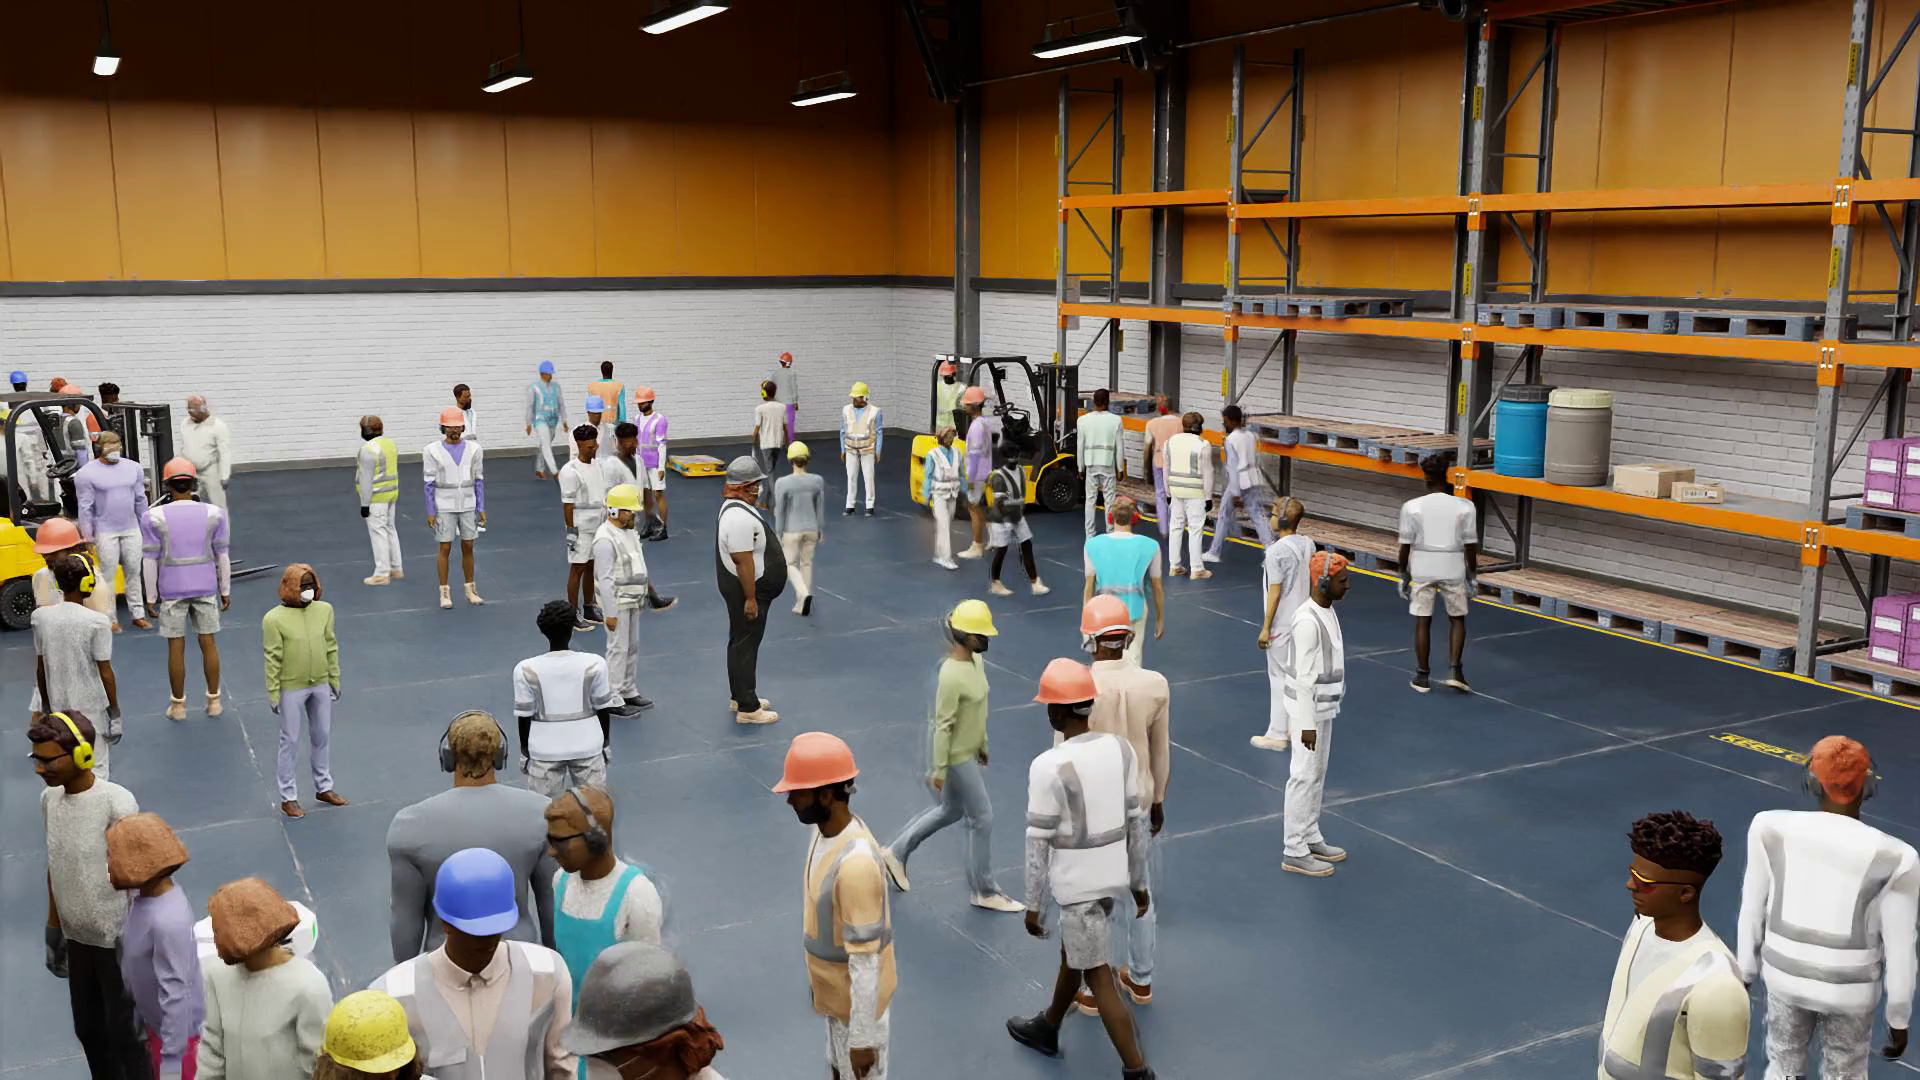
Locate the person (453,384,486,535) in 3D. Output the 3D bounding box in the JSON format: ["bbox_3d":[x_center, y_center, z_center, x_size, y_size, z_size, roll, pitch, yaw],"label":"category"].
[{"bbox_3d":[-6.307,-1.025,21.113,0.392,1.920,0.587,3,10,16],"label":"person"}]

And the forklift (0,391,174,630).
[{"bbox_3d":[-9.026,-0.363,16.508,1.214,2.155,2.313,6,11,29],"label":"forklift"}]

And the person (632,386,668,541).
[{"bbox_3d":[-3.865,-0.946,20.640,0.544,1.930,0.389,7,12,36],"label":"person"}]

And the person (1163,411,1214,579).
[{"bbox_3d":[2.529,-0.494,18.288,0.629,1.840,0.429,9,14,43],"label":"person"}]

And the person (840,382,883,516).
[{"bbox_3d":[-1.347,-1.226,22.539,0.587,1.826,0.404,2,10,13],"label":"person"}]

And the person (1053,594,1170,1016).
[{"bbox_3d":[0.693,1.241,7.859,0.623,1.990,0.400,-4,11,-23],"label":"person"}]

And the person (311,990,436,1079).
[{"bbox_3d":[-1.496,1.983,4.327,0.322,1.736,0.485,7,12,34],"label":"person"}]

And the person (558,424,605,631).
[{"bbox_3d":[-3.552,-0.129,15.816,0.363,1.963,0.612,4,11,20],"label":"person"}]

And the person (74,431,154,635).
[{"bbox_3d":[-7.928,-0.071,15.611,0.380,1.929,0.636,7,12,37],"label":"person"}]

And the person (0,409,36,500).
[{"bbox_3d":[-11.419,-0.716,19.868,0.675,1.746,0.458,-5,11,-28],"label":"person"}]

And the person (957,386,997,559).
[{"bbox_3d":[0.212,-0.771,19.355,0.472,2.031,0.609,1,10,6],"label":"person"}]

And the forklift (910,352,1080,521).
[{"bbox_3d":[0.460,-1.461,22.833,2.313,2.155,1.214,-5,11,-28],"label":"forklift"}]

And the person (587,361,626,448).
[{"bbox_3d":[-5.416,-1.789,25.551,0.587,1.911,0.392,1,10,6],"label":"person"}]

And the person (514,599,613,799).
[{"bbox_3d":[-2.171,1.166,9.151,0.531,1.692,0.320,-3,10,-16],"label":"person"}]

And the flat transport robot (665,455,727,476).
[{"bbox_3d":[-4.291,-1.216,26.953,0.652,0.197,1.431,-4,11,-24],"label":"flat transport robot"}]

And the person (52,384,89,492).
[{"bbox_3d":[-10.349,-0.800,19.470,0.607,2.041,0.377,7,12,35],"label":"person"}]

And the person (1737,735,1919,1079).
[{"bbox_3d":[3.090,1.627,5.985,0.600,1.869,0.518,8,13,38],"label":"person"}]

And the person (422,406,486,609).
[{"bbox_3d":[-5.075,-0.332,16.766,0.608,2.044,0.370,-7,12,-34],"label":"person"}]

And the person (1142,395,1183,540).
[{"bbox_3d":[2.558,-0.920,20.830,0.576,1.800,0.805,-1,10,-8],"label":"person"}]

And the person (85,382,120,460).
[{"bbox_3d":[-10.641,-1.001,20.856,0.366,1.961,0.603,1,10,6],"label":"person"}]

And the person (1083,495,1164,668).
[{"bbox_3d":[1.202,0.569,12.288,0.586,1.804,0.965,2,10,9],"label":"person"}]

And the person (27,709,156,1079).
[{"bbox_3d":[-3.358,1.557,6.445,0.533,1.855,0.346,5,11,25],"label":"person"}]

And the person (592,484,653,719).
[{"bbox_3d":[-2.604,0.468,12.815,0.403,1.819,0.602,1,10,8],"label":"person"}]

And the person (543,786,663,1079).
[{"bbox_3d":[-1.163,1.700,5.760,0.529,1.811,0.814,6,12,32],"label":"person"}]

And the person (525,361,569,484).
[{"bbox_3d":[-6.410,-1.832,25.868,1.011,1.893,0.625,8,13,38],"label":"person"}]

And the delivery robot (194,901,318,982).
[{"bbox_3d":[-3.408,1.916,7.813,0.707,0.478,0.477,-8,12,-41],"label":"delivery robot"}]

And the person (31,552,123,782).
[{"bbox_3d":[-5.106,0.996,9.660,0.510,1.861,0.324,1,10,8],"label":"person"}]

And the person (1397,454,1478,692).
[{"bbox_3d":[3.880,0.278,13.520,0.646,1.947,0.458,2,10,12],"label":"person"}]

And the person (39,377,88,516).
[{"bbox_3d":[-12.184,-1.271,22.635,0.576,1.883,0.352,-6,11,-31],"label":"person"}]

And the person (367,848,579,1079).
[{"bbox_3d":[-1.382,1.804,4.783,0.611,1.939,0.417,-5,11,-27],"label":"person"}]

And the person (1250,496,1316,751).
[{"bbox_3d":[2.338,0.597,11.987,0.341,1.846,0.510,10,14,44],"label":"person"}]

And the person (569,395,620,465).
[{"bbox_3d":[-4.207,-0.712,19.262,0.611,1.939,0.418,-6,12,-32],"label":"person"}]

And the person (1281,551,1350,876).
[{"bbox_3d":[2.063,0.991,9.629,0.360,1.880,0.575,4,11,24],"label":"person"}]

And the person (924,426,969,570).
[{"bbox_3d":[-0.093,-0.468,18.747,0.540,1.614,0.674,-8,13,-40],"label":"person"}]

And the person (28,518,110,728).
[{"bbox_3d":[-5.654,0.807,10.554,0.561,1.921,0.433,2,10,14],"label":"person"}]

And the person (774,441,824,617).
[{"bbox_3d":[-1.539,-0.088,16.216,0.529,1.751,0.598,-5,11,-28],"label":"person"}]

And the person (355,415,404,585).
[{"bbox_3d":[-6.305,-0.438,18.009,0.429,1.833,0.631,1,10,6],"label":"person"}]

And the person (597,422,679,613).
[{"bbox_3d":[-3.234,-0.218,16.463,0.992,1.906,0.607,3,10,18],"label":"person"}]

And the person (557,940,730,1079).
[{"bbox_3d":[-0.742,1.902,3.915,0.536,2.000,0.688,-8,13,-40],"label":"person"}]

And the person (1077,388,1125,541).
[{"bbox_3d":[1.723,-0.897,20.396,0.587,1.914,0.390,3,10,16],"label":"person"}]

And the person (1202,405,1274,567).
[{"bbox_3d":[3.207,-0.609,18.939,1.042,1.852,0.607,9,13,42],"label":"person"}]

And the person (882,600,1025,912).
[{"bbox_3d":[-0.061,1.158,9.077,0.809,1.729,0.519,2,10,14],"label":"person"}]

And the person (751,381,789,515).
[{"bbox_3d":[-2.616,-1.270,22.807,0.552,1.829,0.887,-9,13,-40],"label":"person"}]

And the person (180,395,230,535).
[{"bbox_3d":[-9.016,-0.763,19.704,0.690,1.885,0.710,2,10,10],"label":"person"}]

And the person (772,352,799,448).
[{"bbox_3d":[-3.153,-2.536,30.290,0.559,1.751,0.326,7,12,34],"label":"person"}]

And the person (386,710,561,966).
[{"bbox_3d":[-1.760,1.574,6.135,0.637,1.930,0.373,-5,11,-26],"label":"person"}]

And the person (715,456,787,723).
[{"bbox_3d":[-1.592,0.367,12.748,0.538,2.000,0.688,-3,10,-14],"label":"person"}]

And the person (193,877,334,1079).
[{"bbox_3d":[-2.214,1.878,5.297,0.534,1.605,0.363,4,11,22],"label":"person"}]

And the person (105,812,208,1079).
[{"bbox_3d":[-2.777,1.755,5.943,0.405,1.632,0.663,-7,12,-35],"label":"person"}]

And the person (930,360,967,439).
[{"bbox_3d":[-0.160,-1.669,24.554,0.617,2.020,0.454,3,10,18],"label":"person"}]

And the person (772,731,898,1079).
[{"bbox_3d":[-0.437,1.617,5.921,0.428,1.922,0.578,-2,10,-13],"label":"person"}]

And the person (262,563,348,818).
[{"bbox_3d":[-4.184,0.947,10.610,0.271,1.627,0.502,7,12,35],"label":"person"}]

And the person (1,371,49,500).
[{"bbox_3d":[-12.984,-1.380,23.119,0.418,1.939,0.602,8,12,37],"label":"person"}]

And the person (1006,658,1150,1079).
[{"bbox_3d":[0.544,1.443,7.067,0.565,1.879,0.993,-9,13,-41],"label":"person"}]

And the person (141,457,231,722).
[{"bbox_3d":[-5.909,0.378,12.736,0.611,2.030,0.410,-7,12,-35],"label":"person"}]

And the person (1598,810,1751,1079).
[{"bbox_3d":[2.087,1.755,4.976,0.367,1.966,0.607,0,10,-1],"label":"person"}]

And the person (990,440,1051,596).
[{"bbox_3d":[0.583,-0.203,17.145,0.723,1.651,0.551,8,13,39],"label":"person"}]
